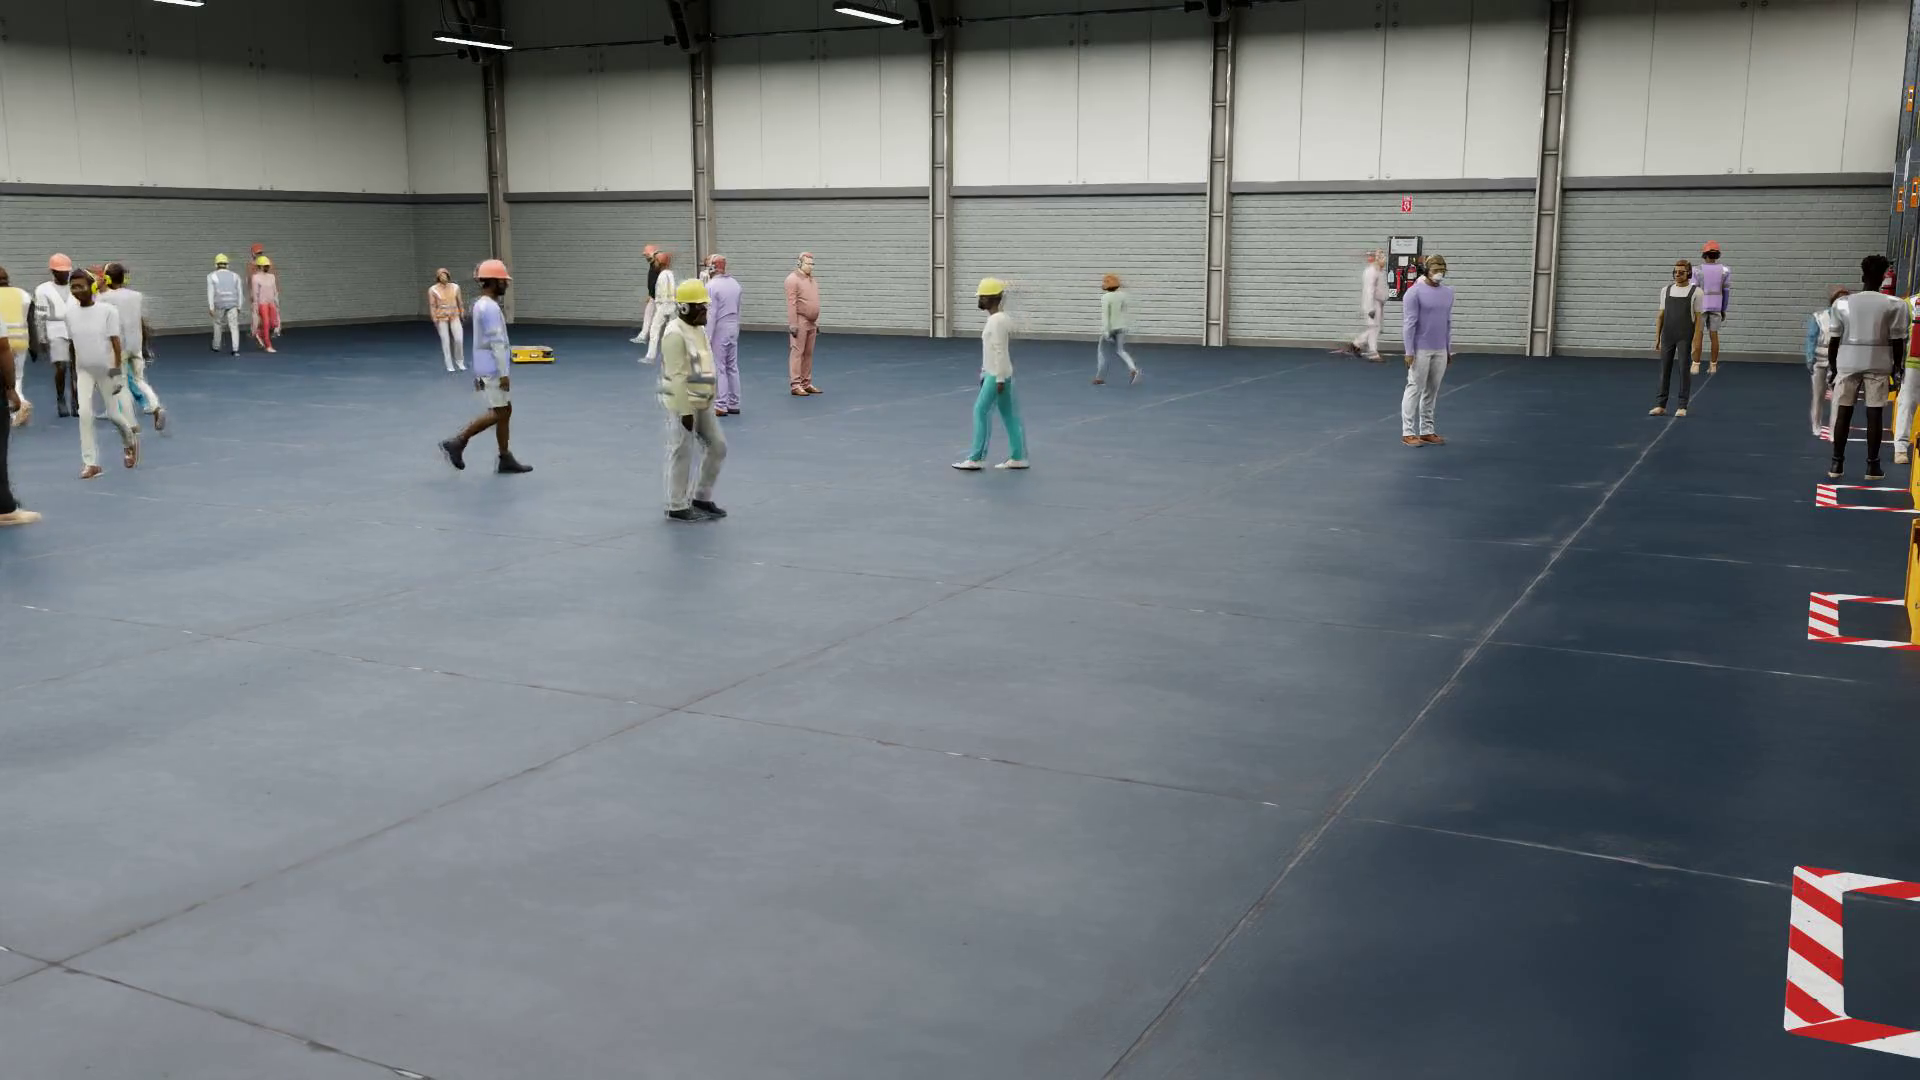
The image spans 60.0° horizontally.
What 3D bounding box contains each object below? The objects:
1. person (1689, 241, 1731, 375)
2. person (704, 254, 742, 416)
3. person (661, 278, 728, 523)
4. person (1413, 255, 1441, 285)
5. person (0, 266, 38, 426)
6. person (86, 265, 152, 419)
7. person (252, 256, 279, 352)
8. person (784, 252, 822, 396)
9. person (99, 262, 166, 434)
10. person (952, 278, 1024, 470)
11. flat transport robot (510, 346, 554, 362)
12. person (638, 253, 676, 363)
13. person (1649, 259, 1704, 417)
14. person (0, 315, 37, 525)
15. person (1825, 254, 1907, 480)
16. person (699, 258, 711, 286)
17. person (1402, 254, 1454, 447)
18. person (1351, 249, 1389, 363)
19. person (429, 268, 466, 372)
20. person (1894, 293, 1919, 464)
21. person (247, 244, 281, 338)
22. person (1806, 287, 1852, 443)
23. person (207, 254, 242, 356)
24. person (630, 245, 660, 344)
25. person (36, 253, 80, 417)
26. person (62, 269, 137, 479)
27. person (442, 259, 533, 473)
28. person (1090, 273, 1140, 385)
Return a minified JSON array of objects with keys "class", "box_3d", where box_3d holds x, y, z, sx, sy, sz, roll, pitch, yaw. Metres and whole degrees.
[{"class":"person","box_3d":[11.435,-3.547,25.469,0.607,2.044,0.375,1,10,3]},{"class":"person","box_3d":[-2.851,-2.416,19.679,0.402,1.904,0.652,5,12,26]},{"class":"person","box_3d":[-1.953,-1.017,12.303,0.544,1.810,0.619,2,11,13]},{"class":"person","box_3d":[6.823,-3.247,24.450,0.458,1.855,0.634,7,13,35]},{"class":"person","box_3d":[-10.527,-2.134,18.420,0.800,1.809,0.640,7,13,34]},{"class":"person","box_3d":[-9.858,-2.328,19.541,0.576,1.792,0.806,6,12,28]},{"class":"person","box_3d":[-12.745,-4.313,30.421,0.514,1.753,0.533,4,11,22]},{"class":"person","box_3d":[-2.071,-2.887,22.262,0.406,1.902,0.638,5,12,25]},{"class":"person","box_3d":[-8.824,-2.021,17.697,0.591,1.847,0.548,6,12,31]},{"class":"person","box_3d":[0.239,-1.488,15.074,0.775,1.734,0.546,0,10,2]},{"class":"flat transport robot","box_3d":[-7.284,-3.164,28.215,0.652,0.197,1.431,-3,11,-18]},{"class":"person","box_3d":[-4.864,-3.851,27.704,0.974,1.842,0.578,1,10,7]},{"class":"person","box_3d":[8.443,-2.368,19.578,0.507,1.846,0.346,9,14,41]},{"class":"person","box_3d":[-7.280,-1.096,12.111,0.810,2.000,0.560,-3,11,-14]},{"class":"person","box_3d":[7.917,-1.506,14.574,0.627,1.970,0.405,7,13,34]},{"class":"person","box_3d":[-5.371,-5.231,35.755,0.514,1.641,0.307,-9,14,-41]},{"class":"person","box_3d":[4.735,-1.911,16.835,0.633,1.936,0.355,-6,12,-29]},{"class":"person","box_3d":[6.918,-3.927,27.952,0.570,1.895,0.650,5,12,26]},{"class":"person","box_3d":[-7.999,-3.432,25.983,0.538,1.618,0.419,-6,12,-29]},{"class":"person","box_3d":[9.037,-1.618,15.504,0.625,1.844,0.429,1,10,8]},{"class":"person","box_3d":[-14.479,-5.153,34.509,1.012,1.949,0.646,7,13,35]},{"class":"person","box_3d":[9.126,-1.850,17.403,0.504,1.603,0.768,5,12,25]},{"class":"person","box_3d":[-13.102,-4.172,29.580,0.605,1.780,0.928,-8,13,-38]},{"class":"person","box_3d":[-5.971,-4.824,32.762,1.058,1.930,0.602,-5,12,-26]},{"class":"person","box_3d":[-10.434,-2.383,19.447,0.559,1.917,0.480,-9,14,-40]},{"class":"person","box_3d":[-7.687,-1.503,14.872,0.508,1.848,0.814,-1,10,-5]},{"class":"person","box_3d":[-4.220,-1.520,14.752,0.696,1.922,0.553,-4,11,-19]},{"class":"person","box_3d":[2.202,-2.988,23.606,0.496,1.608,0.748,-9,14,-41]}]
